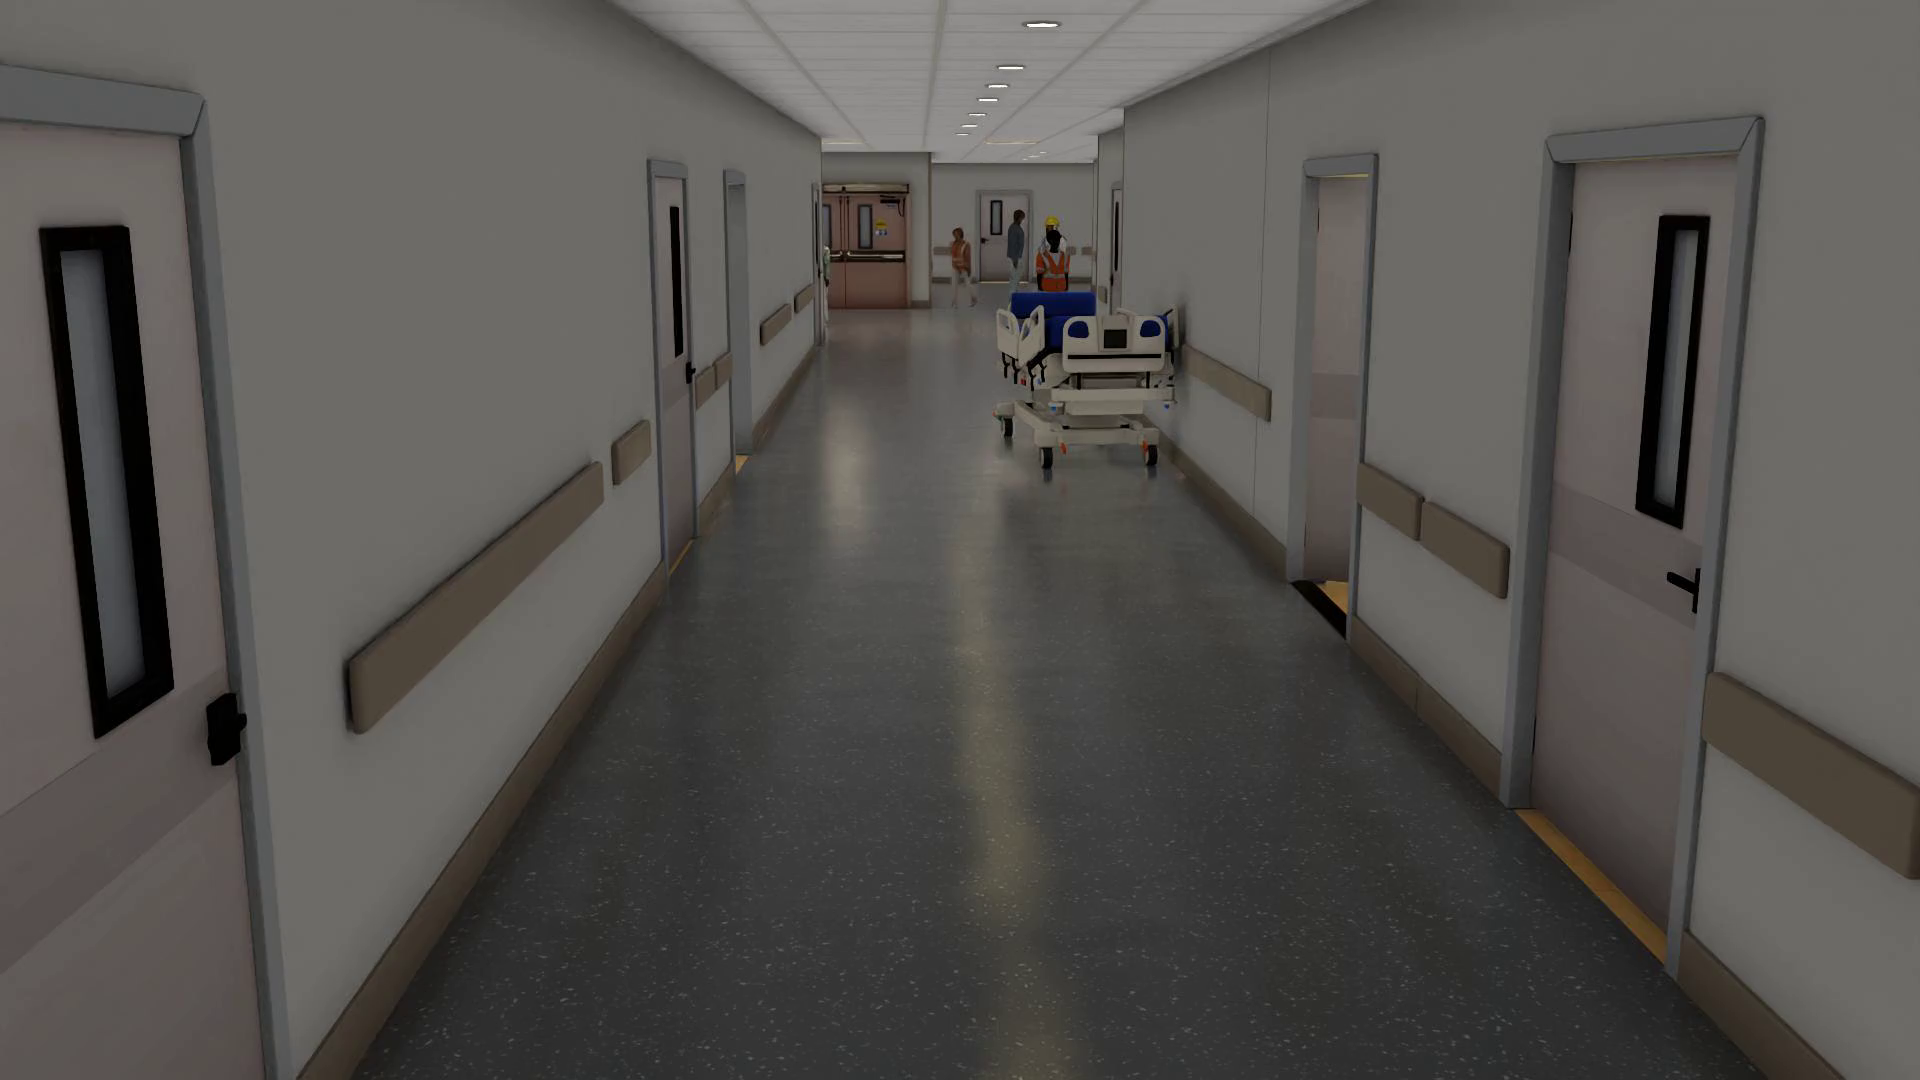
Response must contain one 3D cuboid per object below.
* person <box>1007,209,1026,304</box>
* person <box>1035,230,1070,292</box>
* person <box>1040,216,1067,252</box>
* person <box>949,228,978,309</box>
[{"bbox_3d":[1.108,-5.514,32.641,0.377,1.931,0.636,2,12,11],"label":"person"},{"bbox_3d":[1.316,-3.529,23.535,0.536,1.696,0.321,-5,12,-21],"label":"person"},{"bbox_3d":[1.610,-4.803,29.410,0.404,1.833,0.590,-9,15,-38],"label":"person"},{"bbox_3d":[0.084,-5.337,32.644,0.522,1.585,0.863,7,14,32],"label":"person"}]
